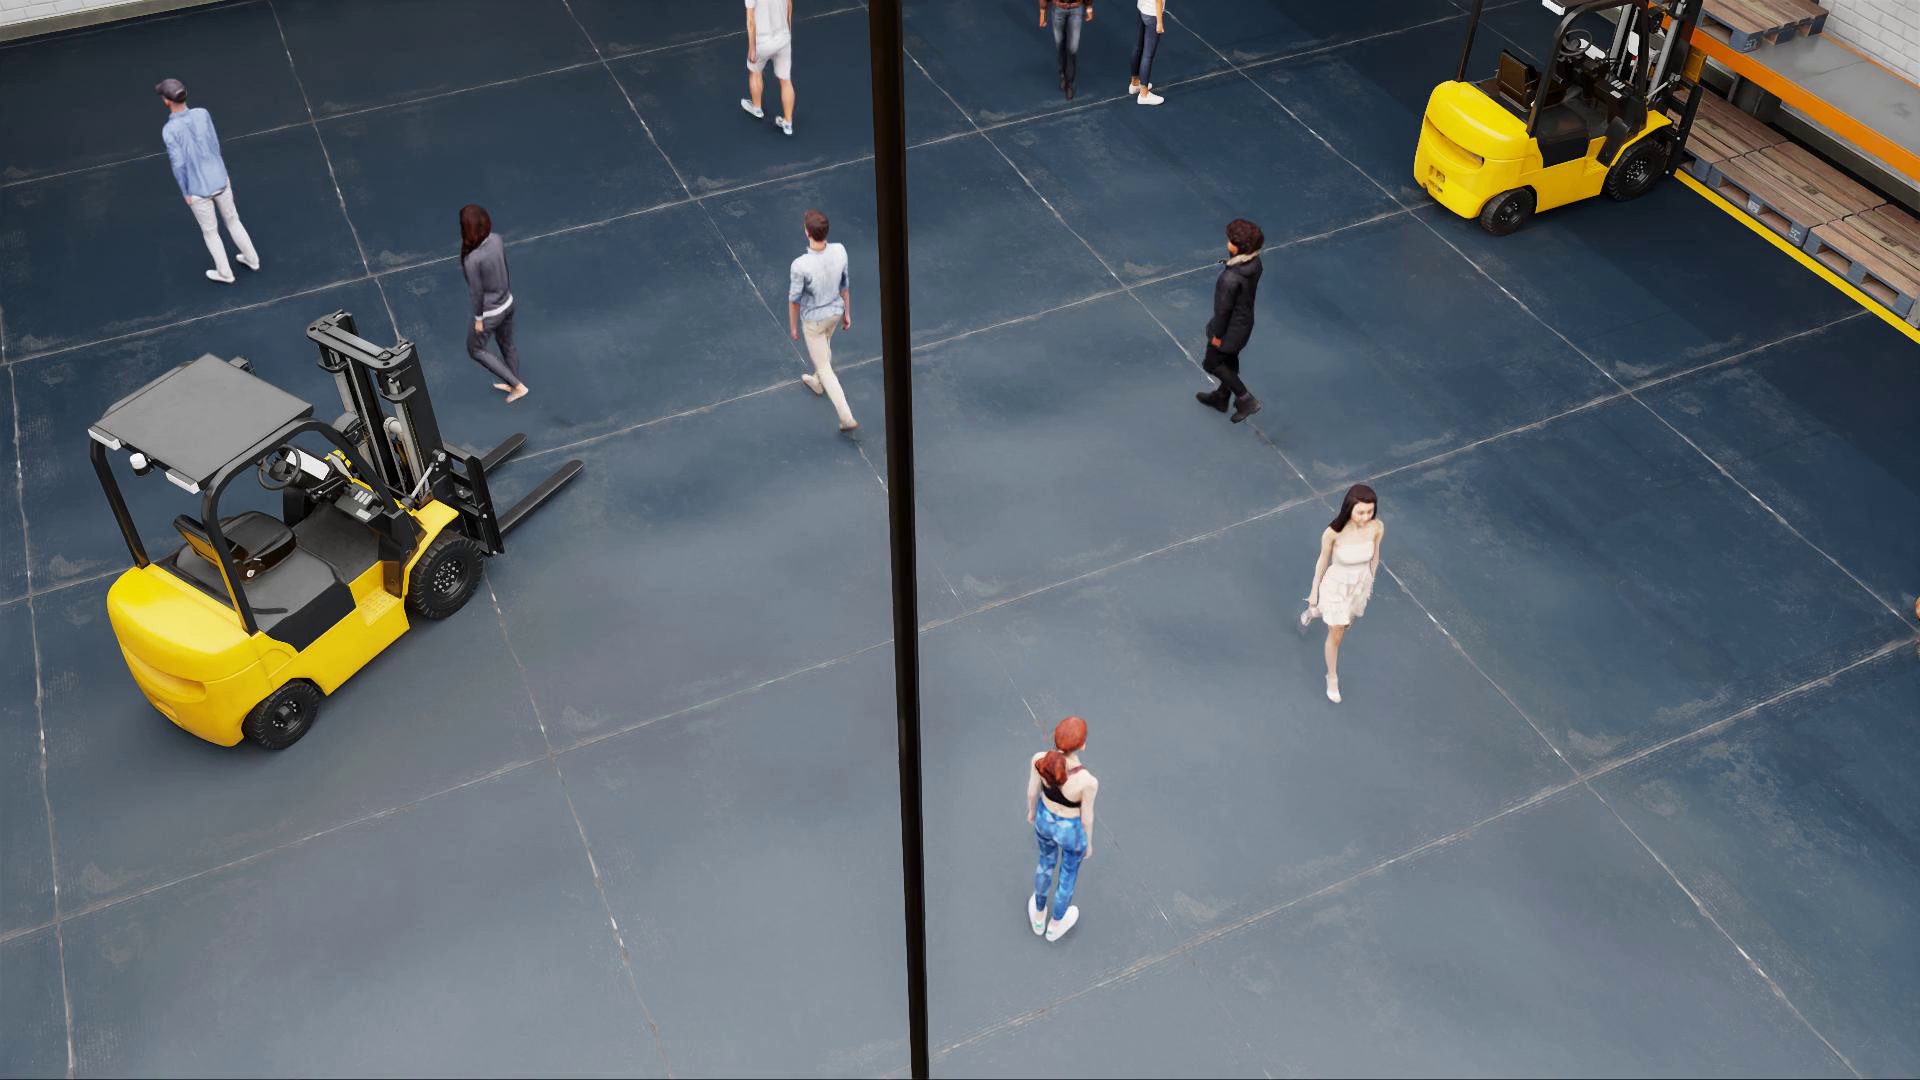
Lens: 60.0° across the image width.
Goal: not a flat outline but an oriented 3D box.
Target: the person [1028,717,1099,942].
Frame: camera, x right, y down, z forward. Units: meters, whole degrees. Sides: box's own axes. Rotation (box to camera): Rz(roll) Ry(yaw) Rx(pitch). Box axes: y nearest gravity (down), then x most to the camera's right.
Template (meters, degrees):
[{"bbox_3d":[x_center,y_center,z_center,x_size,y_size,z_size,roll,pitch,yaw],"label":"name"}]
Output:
[{"bbox_3d":[0.564,1.638,9.303,0.638,1.778,0.736,22,48,22],"label":"person"}]

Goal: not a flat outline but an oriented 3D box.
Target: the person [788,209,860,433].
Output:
[{"bbox_3d":[-1.016,-1.646,12.717,0.796,1.814,1.228,-26,49,-25],"label":"person"}]

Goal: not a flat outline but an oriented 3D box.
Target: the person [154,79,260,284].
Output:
[{"bbox_3d":[-6.421,-3.050,14.138,0.770,1.886,0.753,24,49,23],"label":"person"}]

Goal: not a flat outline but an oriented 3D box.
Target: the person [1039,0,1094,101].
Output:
[{"bbox_3d":[1.077,-5.349,16.641,0.850,1.762,0.898,6,44,6],"label":"person"}]

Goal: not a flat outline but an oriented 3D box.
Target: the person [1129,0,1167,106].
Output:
[{"bbox_3d":[1.870,-5.210,16.460,0.691,1.809,0.476,-12,45,-12],"label":"person"}]

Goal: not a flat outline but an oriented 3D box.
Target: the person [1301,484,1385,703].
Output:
[{"bbox_3d":[2.455,0.270,10.775,0.715,1.717,1.002,-8,44,-8],"label":"person"}]

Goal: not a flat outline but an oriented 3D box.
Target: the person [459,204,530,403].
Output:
[{"bbox_3d":[-3.566,-1.794,12.908,0.846,1.763,0.788,16,46,16],"label":"person"}]

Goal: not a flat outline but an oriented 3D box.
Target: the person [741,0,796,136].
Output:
[{"bbox_3d":[-1.767,-4.756,15.971,0.813,1.828,1.008,-25,49,-24],"label":"person"}]

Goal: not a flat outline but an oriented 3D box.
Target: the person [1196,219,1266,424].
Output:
[{"bbox_3d":[2.151,-1.630,12.734,0.954,1.766,0.854,25,49,24],"label":"person"}]
